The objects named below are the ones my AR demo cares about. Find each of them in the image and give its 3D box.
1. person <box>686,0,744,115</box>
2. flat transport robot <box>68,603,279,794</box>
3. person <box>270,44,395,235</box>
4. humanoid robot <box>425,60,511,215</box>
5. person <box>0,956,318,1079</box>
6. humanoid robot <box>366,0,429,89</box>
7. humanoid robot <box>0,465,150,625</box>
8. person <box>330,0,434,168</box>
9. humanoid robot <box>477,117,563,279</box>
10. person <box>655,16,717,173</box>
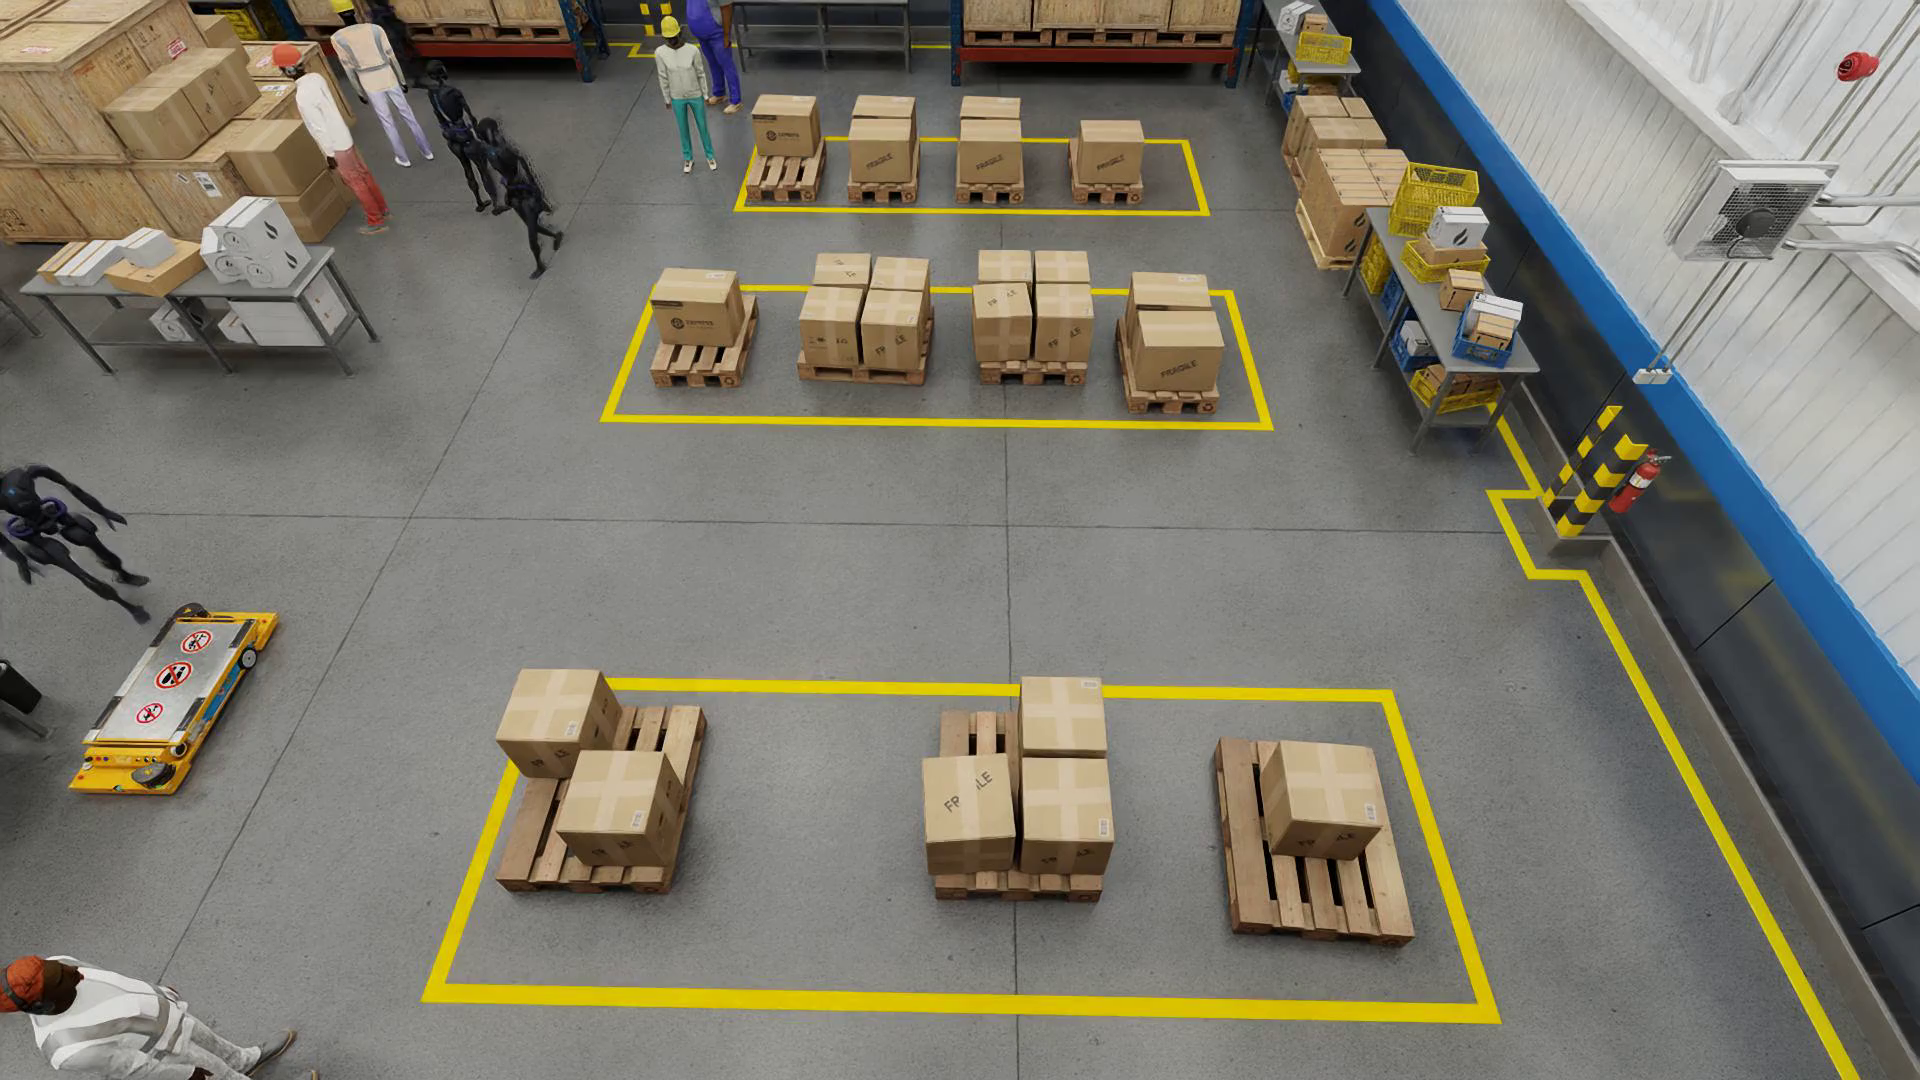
[{"bbox_3d":[-3.213,-6.563,11.761,0.687,2.000,0.540,35,58,26],"label":"person"},{"bbox_3d":[-5.504,1.072,6.442,0.652,0.197,1.431,1,50,1],"label":"flat transport robot"},{"bbox_3d":[-6.744,-4.284,9.869,0.398,1.991,0.647,-9,50,-7],"label":"person"},{"bbox_3d":[-5.525,-4.484,10.229,0.599,1.657,0.332,18,52,14],"label":"humanoid robot"},{"bbox_3d":[-3.774,2.338,4.331,0.573,1.882,0.355,37,59,27],"label":"person"},{"bbox_3d":[-7.632,-6.968,12.339,0.437,1.638,0.593,9,50,8],"label":"humanoid robot"},{"bbox_3d":[-6.391,-0.040,6.502,0.724,1.617,0.707,22,53,17],"label":"humanoid robot"},{"bbox_3d":[-6.904,-5.436,10.890,0.582,1.918,0.405,-32,57,-24],"label":"person"},{"bbox_3d":[-4.553,-3.627,9.538,0.593,1.628,0.711,16,52,13],"label":"humanoid robot"},{"bbox_3d":[-3.225,-5.223,10.805,0.531,1.766,0.323,-8,50,-7],"label":"person"}]
